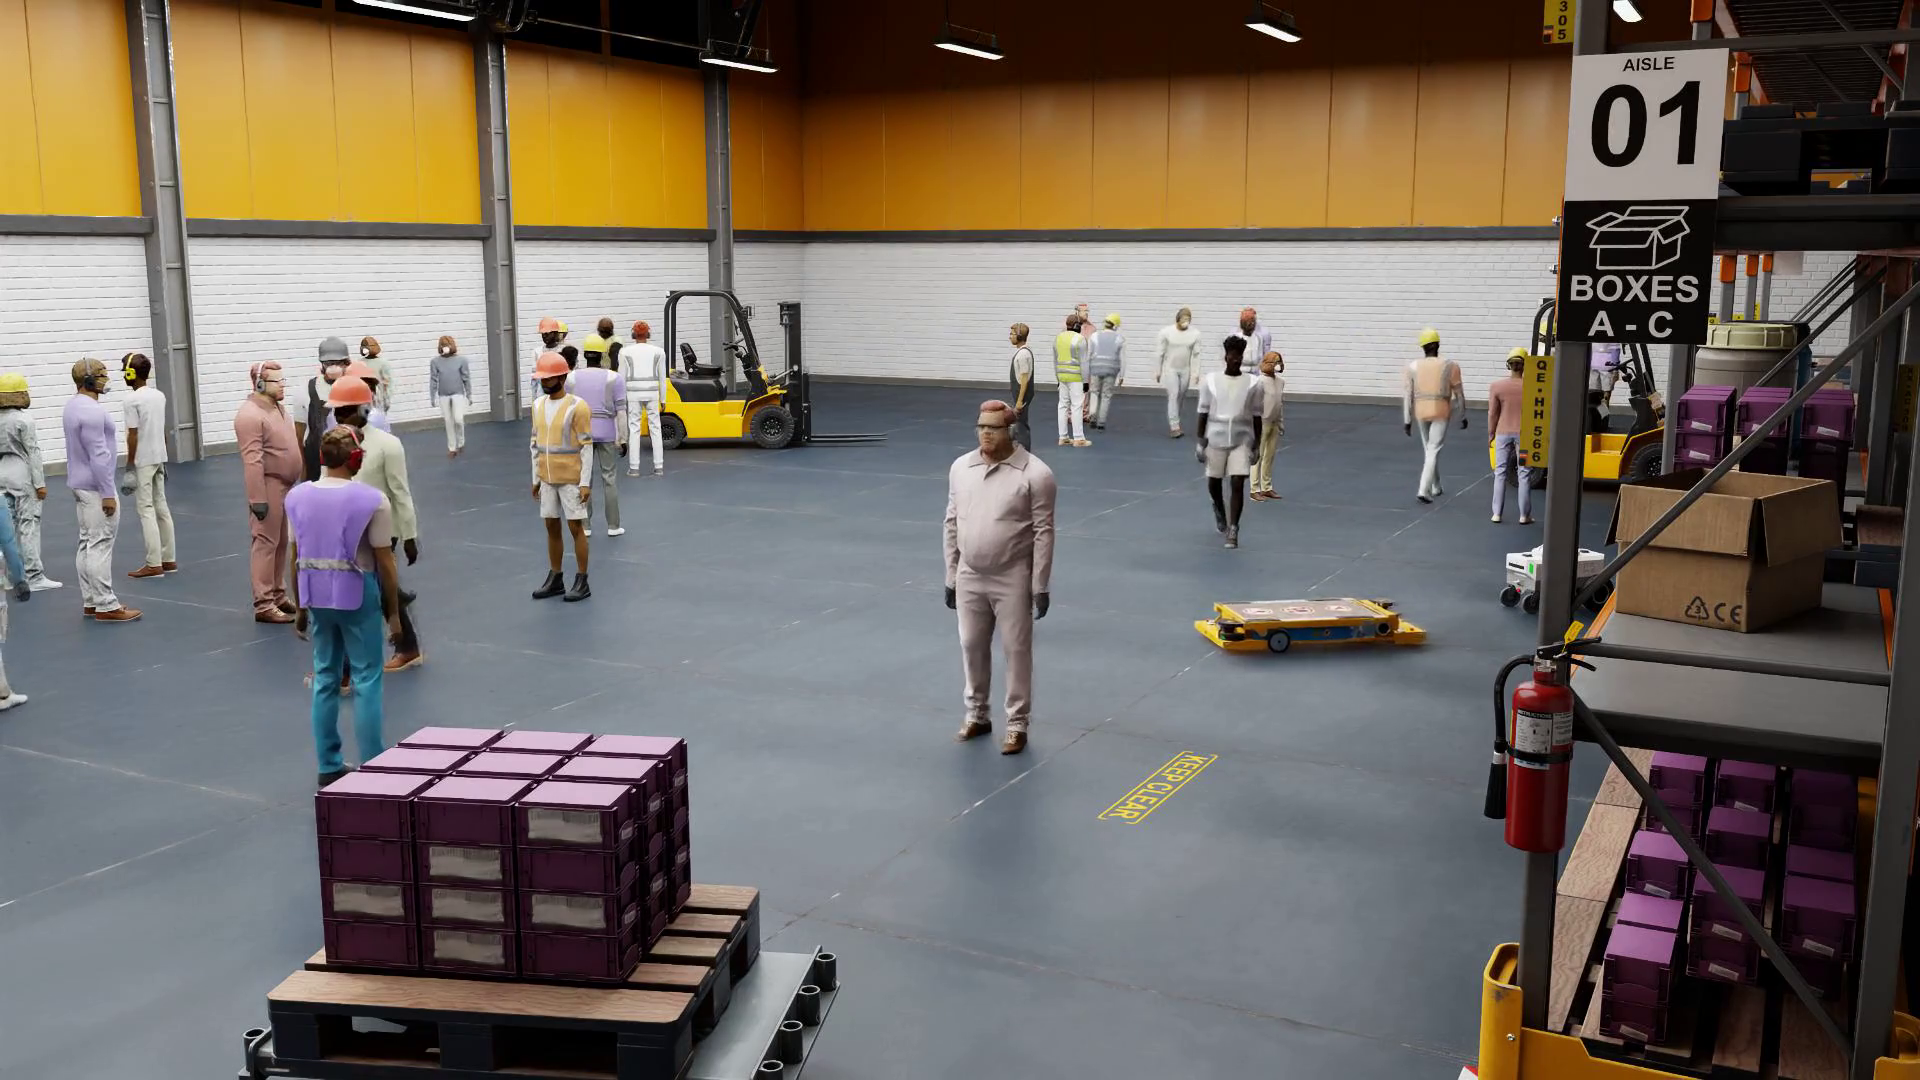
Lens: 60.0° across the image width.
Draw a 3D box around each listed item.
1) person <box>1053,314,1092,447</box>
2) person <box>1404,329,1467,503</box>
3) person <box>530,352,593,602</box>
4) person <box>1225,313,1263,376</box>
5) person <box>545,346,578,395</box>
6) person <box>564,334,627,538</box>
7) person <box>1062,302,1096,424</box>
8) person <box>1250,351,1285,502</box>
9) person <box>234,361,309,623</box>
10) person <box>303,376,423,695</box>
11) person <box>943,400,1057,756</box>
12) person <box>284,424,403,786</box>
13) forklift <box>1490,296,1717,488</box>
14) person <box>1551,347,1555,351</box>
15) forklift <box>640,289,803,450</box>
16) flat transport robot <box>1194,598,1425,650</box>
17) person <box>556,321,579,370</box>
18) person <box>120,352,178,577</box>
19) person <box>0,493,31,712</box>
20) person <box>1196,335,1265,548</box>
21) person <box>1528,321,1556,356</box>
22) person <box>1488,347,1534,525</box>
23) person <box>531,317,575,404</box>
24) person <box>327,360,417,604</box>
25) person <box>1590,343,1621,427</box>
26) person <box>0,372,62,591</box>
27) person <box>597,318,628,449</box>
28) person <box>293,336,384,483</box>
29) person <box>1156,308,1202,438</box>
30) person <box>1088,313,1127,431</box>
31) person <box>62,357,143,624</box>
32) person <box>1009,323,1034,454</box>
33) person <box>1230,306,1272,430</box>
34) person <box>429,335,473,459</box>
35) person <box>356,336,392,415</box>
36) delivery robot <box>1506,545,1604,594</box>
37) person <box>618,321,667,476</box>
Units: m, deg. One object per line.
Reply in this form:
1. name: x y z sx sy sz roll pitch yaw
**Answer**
1. person: 1.580 -2.221 23.186 0.429 1.838 0.622 -9 13 -41
2. person: 5.137 -1.353 18.106 0.616 1.868 1.035 7 12 34
3. person: -3.099 -0.484 12.837 0.552 1.932 0.377 5 11 26
4. person: 3.994 -2.251 23.361 0.625 1.853 0.570 -5 11 -28
5. person: -4.371 -1.353 18.695 0.545 1.646 0.888 3 10 16
6. person: -3.449 -0.982 15.744 0.595 1.925 0.375 -1 10 -6
7. person: 1.910 -2.780 26.200 0.642 1.913 0.408 -7 12 -34
8. person: 3.359 -1.243 18.101 0.499 1.634 0.285 -9 13 -41
9. person: -5.015 -0.354 12.172 0.403 1.906 0.651 -1 10 -4
10. person: -3.732 -0.051 10.321 0.659 1.933 1.053 5 11 27
11. person: 0.210 0.209 9.012 0.674 1.931 0.481 5 11 27
12. person: -3.098 0.344 8.332 0.577 1.839 0.384 2 10 11
13. forklift: 7.296 -1.677 18.993 2.313 2.155 1.214 5 11 27
14. person: 8.190 -2.108 23.232 0.870 1.588 0.543 2 10 11
15. forklift: -3.358 -2.392 23.136 2.313 2.155 1.214 -1 10 -5
16. flat transport robot: 2.410 0.574 11.527 1.431 0.197 0.652 -2 10 -9
17. person: -5.448 -2.107 22.729 0.522 1.768 0.312 4 11 21
18. person: -6.774 -0.615 13.808 0.328 1.866 0.540 1 10 5
19. person: -5.656 0.253 9.487 0.535 1.611 0.686 3 10 15
20. person: 2.499 -0.933 15.399 0.616 1.945 0.815 2 10 11
21. person: 7.510 -1.912 21.442 0.404 1.824 0.589 -1 10 -6
22. person: 5.507 -1.031 16.514 0.524 1.763 0.324 5 11 25
23. person: -4.824 -1.668 19.686 0.551 1.936 0.356 2 10 11
24. person: -4.317 -0.379 12.346 0.615 1.887 0.838 6 12 33
25. person: 9.480 -2.542 24.437 0.391 2.045 0.608 -3 10 -18
26. person: -7.491 -0.462 13.263 0.493 1.743 0.299 3 10 18
27. person: -4.816 -2.162 22.955 0.498 1.806 0.672 -6 11 -29
28. person: -4.911 -0.600 13.202 0.681 2.000 0.536 -3 10 -17
29. person: 3.195 -2.426 24.221 0.639 1.877 0.976 -2 10 -9
30. person: 2.200 -2.522 25.070 0.635 1.788 0.468 3 10 17
31. person: -6.283 -0.360 12.110 0.372 1.940 0.627 -8 13 -40
32. person: 0.736 -1.719 20.246 0.332 1.844 0.517 1 10 4
33. person: 4.213 -2.463 24.376 0.648 1.907 0.401 5 11 26
34. person: -6.657 -1.865 21.727 0.534 1.618 0.390 0 10 -1
35. person: -7.473 -1.773 21.170 0.507 1.633 0.277 2 10 13
36. delivery robot: 4.495 0.204 12.572 0.707 0.478 0.477 -3 10 -19
37. person: -3.828 -1.702 20.087 0.573 1.874 0.355 -3 10 -17
